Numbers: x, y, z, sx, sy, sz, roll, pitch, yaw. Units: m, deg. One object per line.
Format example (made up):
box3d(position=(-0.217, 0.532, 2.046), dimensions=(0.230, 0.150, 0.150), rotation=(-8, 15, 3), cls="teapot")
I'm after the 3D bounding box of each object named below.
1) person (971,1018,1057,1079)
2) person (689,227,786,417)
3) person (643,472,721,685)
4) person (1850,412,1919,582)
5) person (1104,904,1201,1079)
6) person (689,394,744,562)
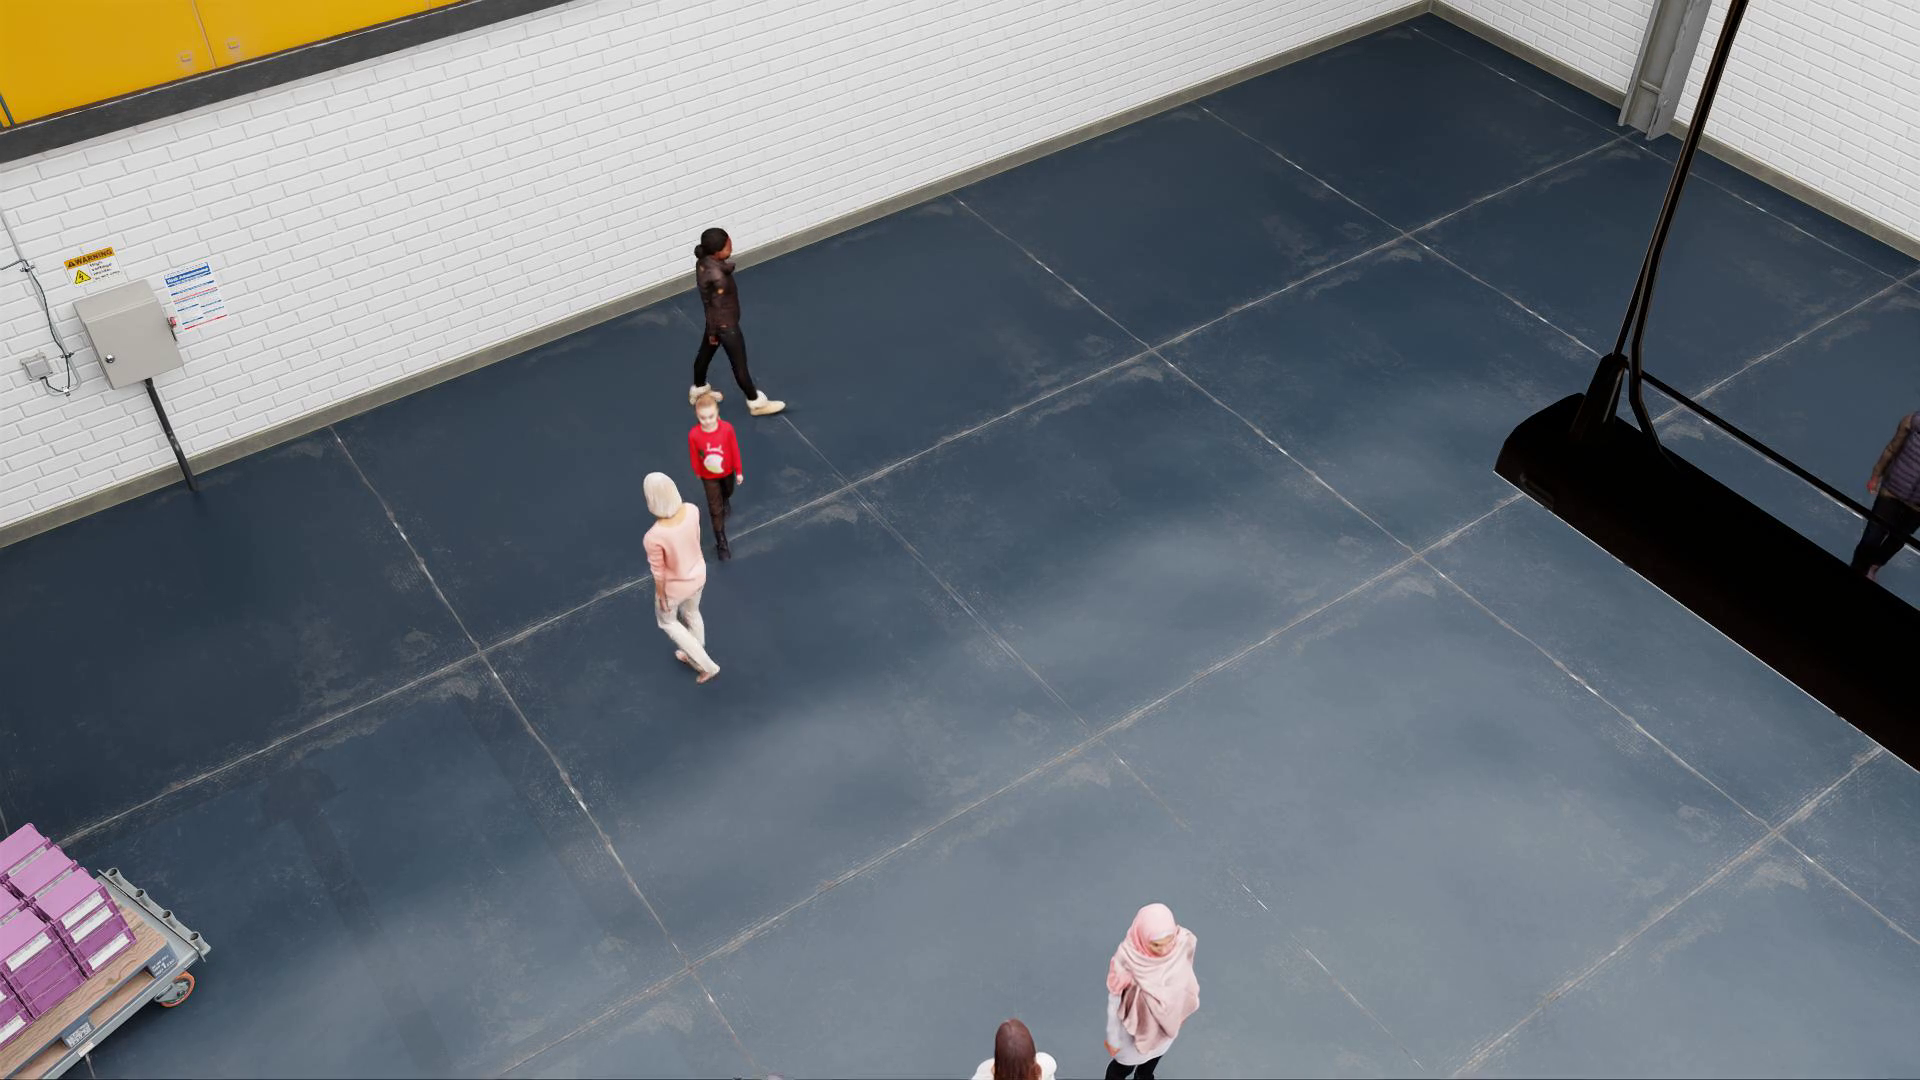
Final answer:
box3d(position=(0.253, 2.810, 8.004), dimensions=(0.644, 1.688, 0.609), rotation=(-15, 46, -16), cls="person")
box3d(position=(-1.693, -1.686, 12.750), dimensions=(0.939, 1.652, 0.812), rotation=(24, 49, 23), cls="person")
box3d(position=(-1.724, 0.284, 10.636), dimensions=(0.821, 1.715, 0.714), rotation=(29, 51, 27), cls="person")
box3d(position=(6.432, -0.343, 11.220), dimensions=(0.894, 1.817, 0.934), rotation=(25, 49, 24), cls="person")
box3d(position=(0.929, 2.404, 8.347), dimensions=(0.661, 1.804, 0.631), rotation=(-20, 47, -19), cls="person")
box3d(position=(-1.726, -0.528, 11.814), dimensions=(0.641, 1.267, 0.944), rotation=(-14, 45, -15), cls="person")
